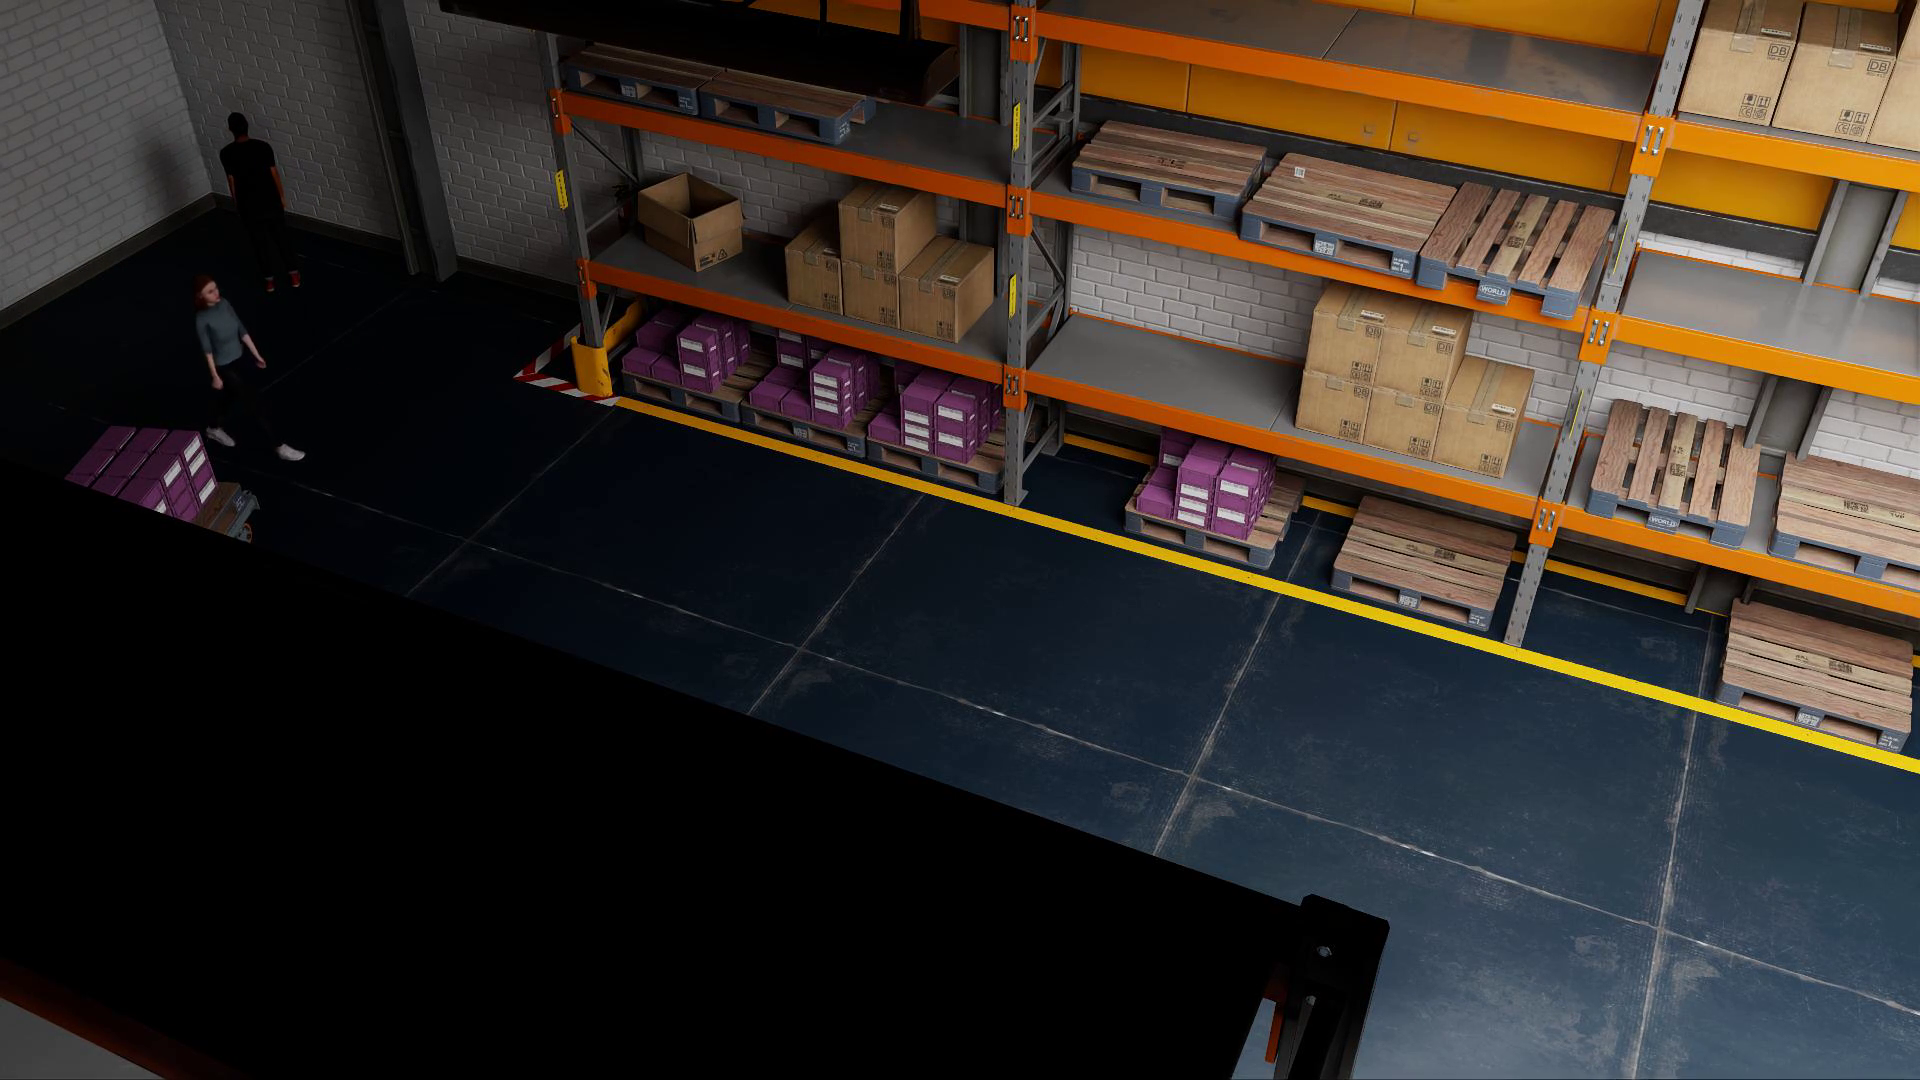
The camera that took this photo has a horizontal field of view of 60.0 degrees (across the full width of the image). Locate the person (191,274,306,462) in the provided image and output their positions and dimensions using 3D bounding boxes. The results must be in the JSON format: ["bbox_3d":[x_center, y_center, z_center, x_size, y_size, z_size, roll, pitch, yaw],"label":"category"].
[{"bbox_3d":[-5.985,-1.401,13.513,1.205,1.705,0.784,6,39,8],"label":"person"}]

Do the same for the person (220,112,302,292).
[{"bbox_3d":[-6.622,-3.190,15.711,0.704,1.756,0.737,-18,42,-21],"label":"person"}]
